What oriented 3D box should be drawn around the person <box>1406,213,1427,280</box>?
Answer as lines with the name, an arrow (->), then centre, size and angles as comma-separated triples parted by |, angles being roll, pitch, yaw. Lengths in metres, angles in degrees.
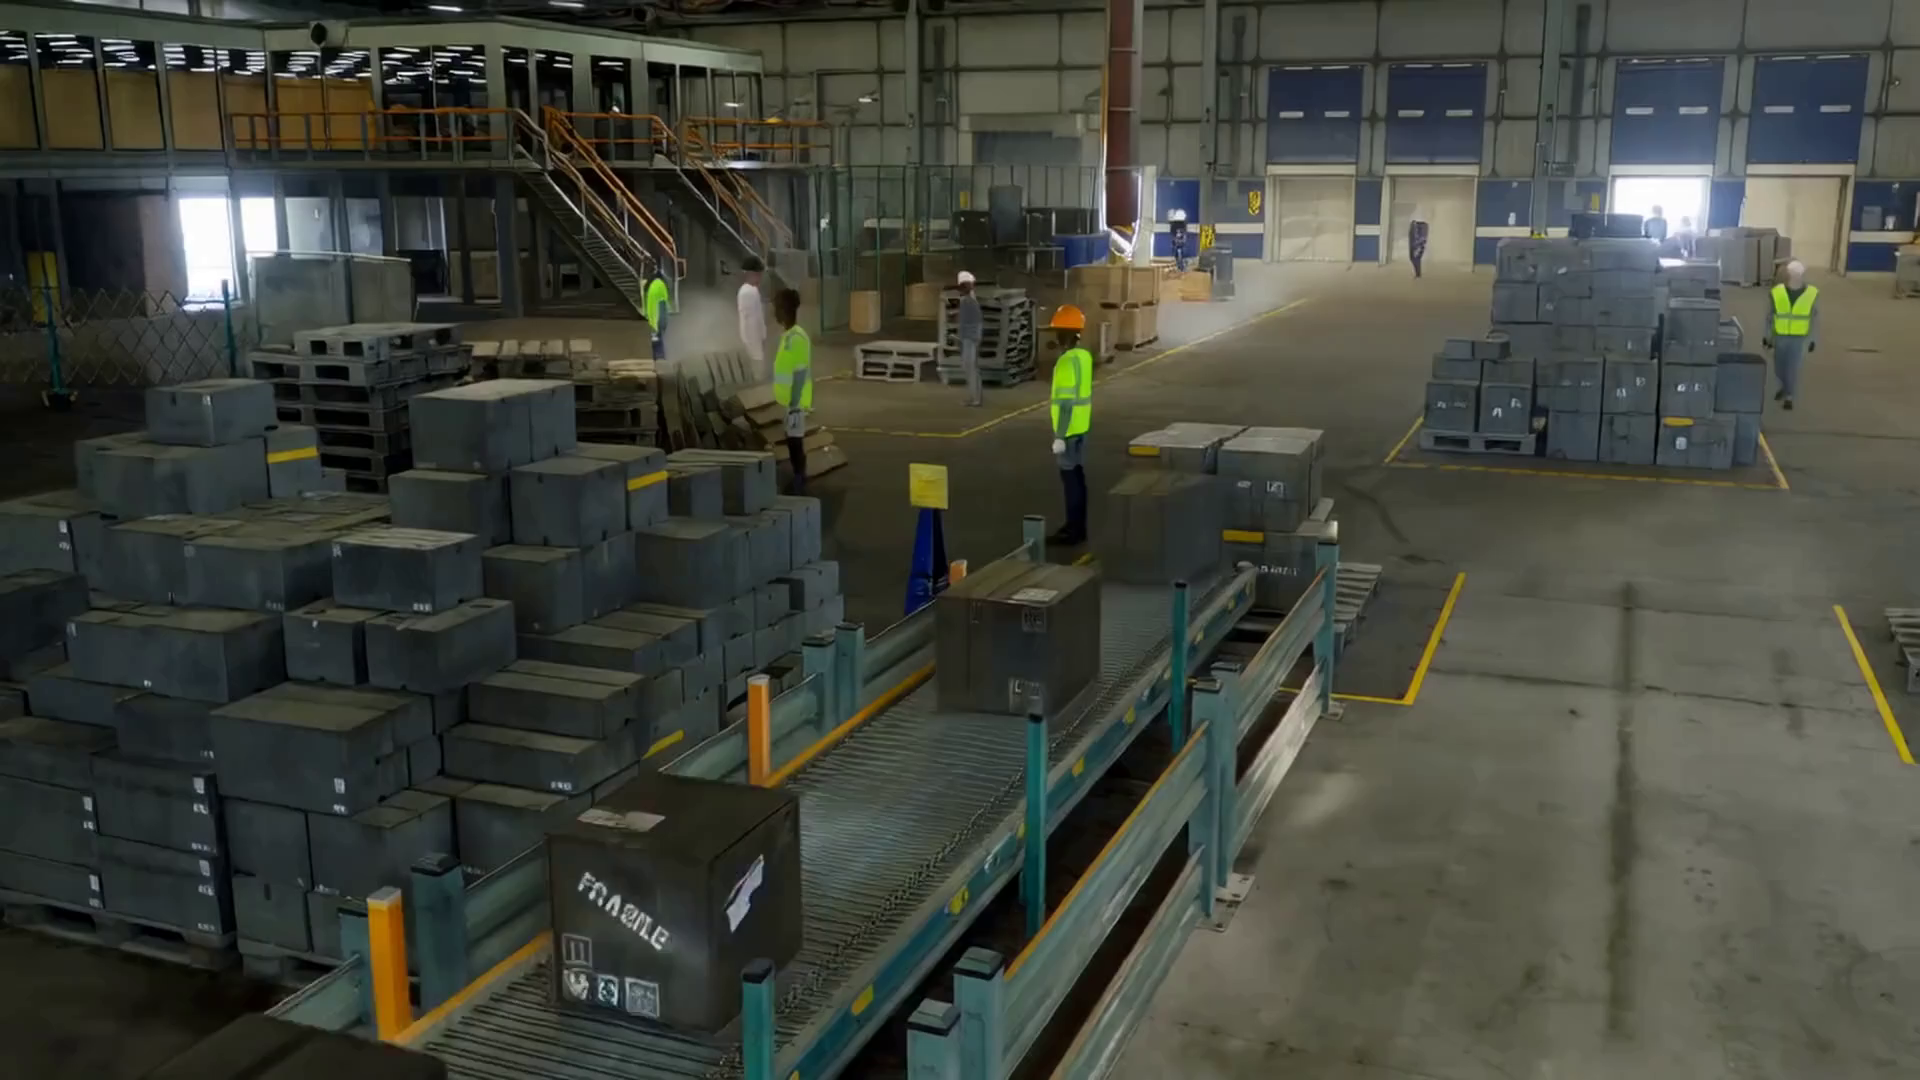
person -> 12.596, -8.093, 45.898 | 0.684, 1.820, 0.440 | -8, 15, -33

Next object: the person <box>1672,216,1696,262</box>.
person -> 17.724, -6.944, 40.598 | 0.927, 1.882, 0.590 | 10, 16, 37

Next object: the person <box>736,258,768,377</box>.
person -> -2.724, -2.656, 21.312 | 0.833, 1.911, 0.546 | 2, 13, 8

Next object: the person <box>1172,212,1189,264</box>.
person -> 6.736, -9.126, 50.738 | 0.494, 1.712, 0.761 | -1, 13, -5

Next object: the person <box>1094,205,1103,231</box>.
person -> 4.357, -9.370, 51.406 | 0.865, 1.920, 0.608 | -5, 14, -23

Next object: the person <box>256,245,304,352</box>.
person -> -11.220, -3.987, 27.554 | 0.989, 1.798, 0.518 | -2, 13, -9

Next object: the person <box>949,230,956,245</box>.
person -> -0.193, -7.284, 42.232 | 0.973, 1.843, 0.578 | -1, 13, -6

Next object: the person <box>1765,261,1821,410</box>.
person -> 10.576, -2.611, 21.147 | 0.606, 1.892, 0.608 | 9, 15, 34

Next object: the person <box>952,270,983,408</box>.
person -> 0.092, -2.551, 21.186 | 0.528, 1.745, 0.547 | 6, 14, 26

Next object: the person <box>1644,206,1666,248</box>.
person -> 19.854, -8.549, 47.558 | 0.611, 1.985, 0.393 | 1, 13, 4

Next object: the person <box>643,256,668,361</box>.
person -> -4.074, -2.847, 22.230 | 0.328, 1.877, 0.514 | 0, 13, -2

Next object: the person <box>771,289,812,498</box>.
person -> -1.512, -1.270, 14.952 | 0.361, 1.964, 0.611 | -2, 13, -10

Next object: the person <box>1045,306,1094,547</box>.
person -> 0.873, -0.914, 13.415 | 0.356, 1.936, 0.551 | 5, 13, 21
